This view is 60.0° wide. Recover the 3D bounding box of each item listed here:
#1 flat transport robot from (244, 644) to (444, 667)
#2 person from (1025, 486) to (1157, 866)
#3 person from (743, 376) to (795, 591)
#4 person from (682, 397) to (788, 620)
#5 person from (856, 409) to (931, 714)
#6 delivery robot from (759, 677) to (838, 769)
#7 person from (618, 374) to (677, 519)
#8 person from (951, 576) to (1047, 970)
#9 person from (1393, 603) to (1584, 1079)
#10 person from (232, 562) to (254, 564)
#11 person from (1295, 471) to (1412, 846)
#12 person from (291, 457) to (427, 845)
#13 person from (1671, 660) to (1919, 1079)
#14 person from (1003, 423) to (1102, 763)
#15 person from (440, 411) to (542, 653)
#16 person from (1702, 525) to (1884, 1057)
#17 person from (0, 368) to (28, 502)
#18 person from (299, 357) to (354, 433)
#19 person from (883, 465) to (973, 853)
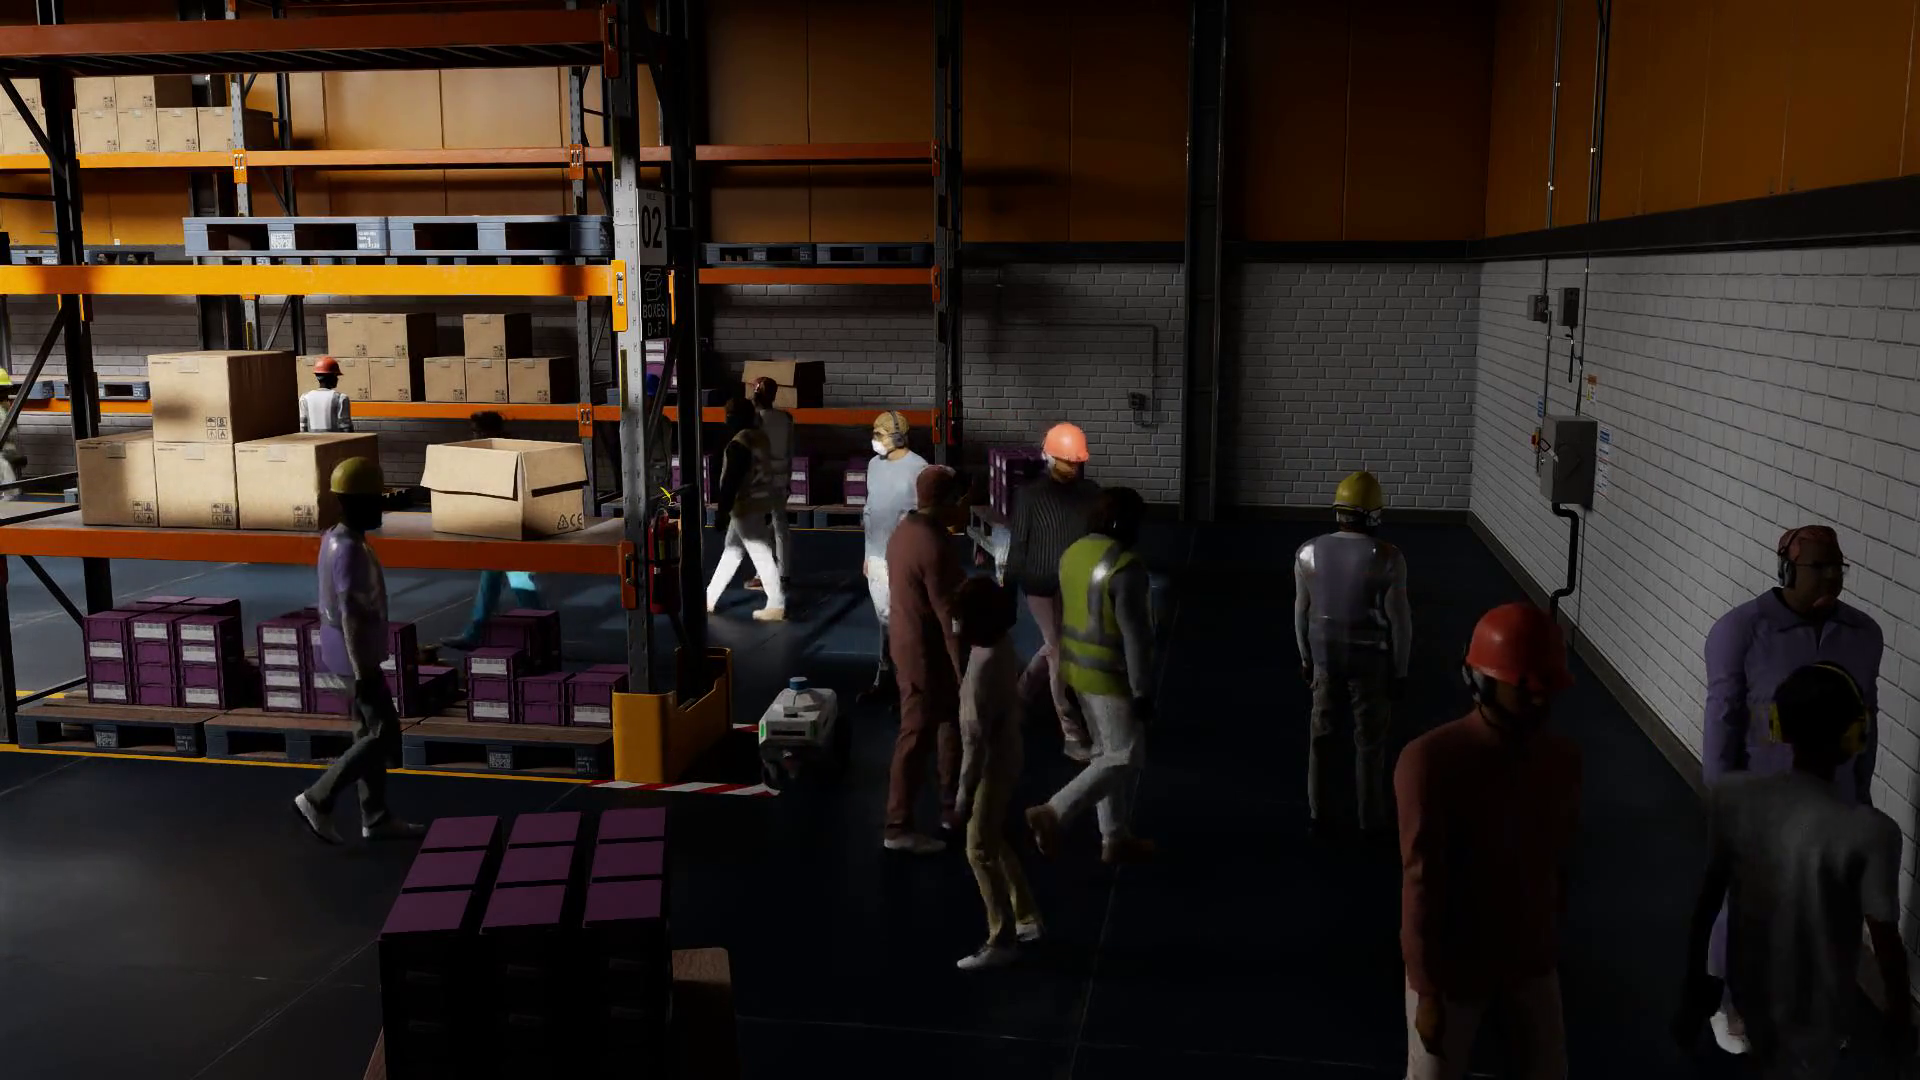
[{"bbox_3d":[-4.335,0.842,11.332,1.431,0.197,0.652,1,9,9],"label":"flat transport robot"},{"bbox_3d":[0.610,0.660,7.715,0.693,1.812,0.661,-4,10,-22],"label":"person"},{"bbox_3d":[-1.696,-0.495,14.641,0.356,1.884,0.574,7,12,39],"label":"person"},{"bbox_3d":[-1.809,-0.244,13.347,0.942,1.791,0.657,1,9,8],"label":"person"},{"bbox_3d":[-0.402,0.132,10.596,0.371,1.935,0.627,-8,12,-41],"label":"person"},{"bbox_3d":[-0.888,1.000,9.185,0.477,0.478,0.707,1,9,4],"label":"delivery robot"},{"bbox_3d":[-2.611,-0.430,14.040,0.390,1.946,0.614,5,10,27],"label":"person"},{"bbox_3d":[0.145,0.926,6.650,0.375,1.610,0.565,2,9,11],"label":"person"},{"bbox_3d":[1.373,1.100,4.511,0.608,1.963,0.848,-3,10,-17],"label":"person"},{"bbox_3d":[-6.841,-0.795,16.019,0.536,2.000,0.675,7,11,37],"label":"person"},{"bbox_3d":[1.929,0.578,8.142,0.590,1.833,0.404,7,11,37],"label":"person"},{"bbox_3d":[-2.924,0.553,8.034,0.512,1.916,0.603,-4,10,-21],"label":"person"},{"bbox_3d":[2.173,1.217,4.302,1.036,1.806,0.551,-5,11,-30],"label":"person"},{"bbox_3d":[0.536,0.258,9.777,0.641,1.950,0.987,-6,11,-32],"label":"person"},{"bbox_3d":[-3.390,-0.026,11.977,0.909,1.799,0.587,-1,9,-5],"label":"person"},{"bbox_3d":[2.981,0.892,5.951,0.641,1.913,0.407,-1,9,-5],"label":"person"},{"bbox_3d":[-9.867,-0.866,17.182,0.586,1.811,0.614,-2,9,-11],"label":"person"},{"bbox_3d":[-6.423,-0.893,16.958,0.549,1.932,0.375,1,9,7],"label":"person"},{"bbox_3d":[-0.046,0.577,8.015,0.768,1.869,0.695,-2,9,-13],"label":"person"}]
